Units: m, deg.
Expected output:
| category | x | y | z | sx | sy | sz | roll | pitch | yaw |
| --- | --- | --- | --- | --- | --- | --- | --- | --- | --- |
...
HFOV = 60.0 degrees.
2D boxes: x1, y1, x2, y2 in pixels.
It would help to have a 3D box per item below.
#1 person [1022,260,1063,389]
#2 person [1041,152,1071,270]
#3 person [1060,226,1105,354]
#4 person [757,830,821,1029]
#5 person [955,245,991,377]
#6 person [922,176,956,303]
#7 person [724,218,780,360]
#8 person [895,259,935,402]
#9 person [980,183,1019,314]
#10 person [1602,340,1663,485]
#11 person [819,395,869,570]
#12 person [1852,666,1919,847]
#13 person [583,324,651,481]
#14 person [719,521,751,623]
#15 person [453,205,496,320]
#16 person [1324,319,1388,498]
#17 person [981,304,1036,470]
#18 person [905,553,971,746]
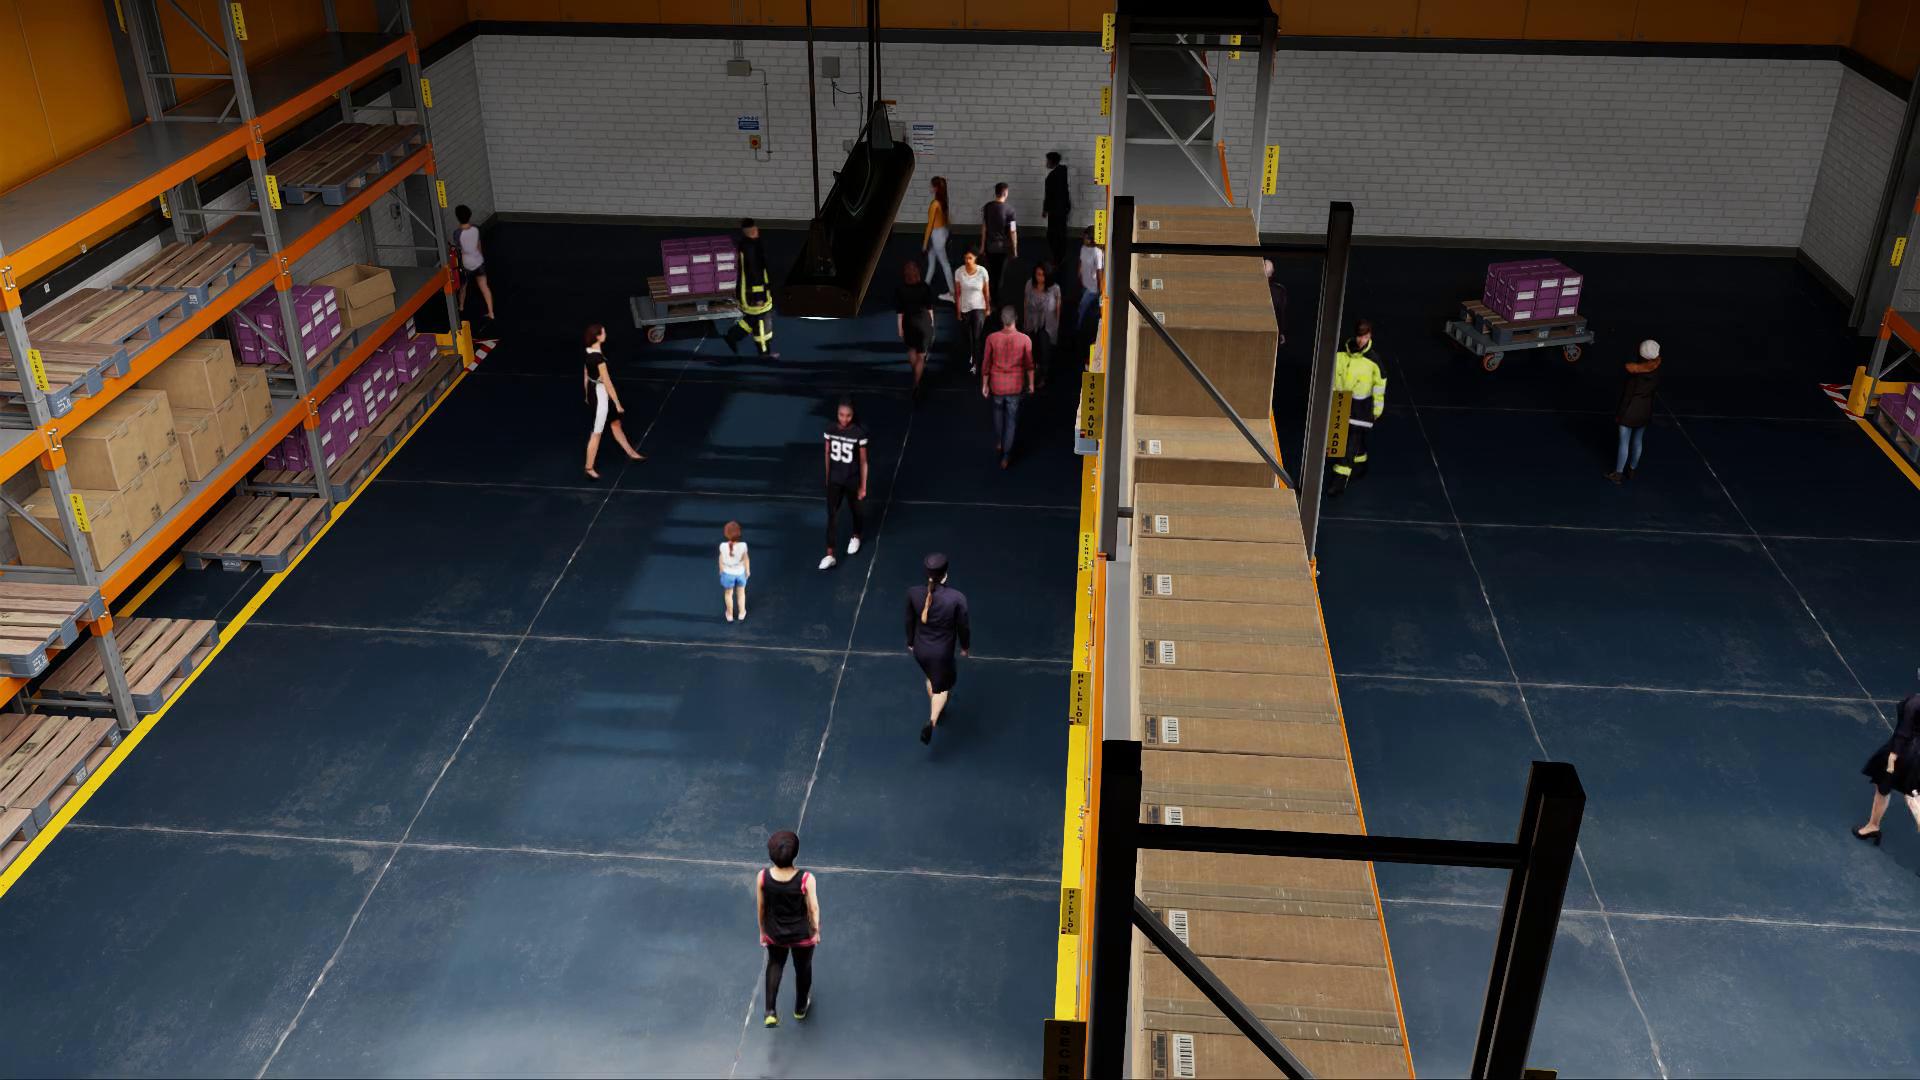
| category | x | y | z | sx | sy | sz | roll | pitch | yaw |
| --- | --- | --- | --- | --- | --- | --- | --- | --- | --- |
| person | 1.030 | -2.664 | 20.154 | 0.795 | 1.593 | 0.897 | 13 | 31 | 23 |
| person | 1.446 | -4.770 | 23.906 | 0.716 | 1.696 | 0.881 | -22 | 35 | -34 |
| person | 1.715 | -3.152 | 20.960 | 1.052 | 1.677 | 1.138 | -9 | 30 | -16 |
| person | -1.111 | 2.536 | 10.678 | 0.576 | 1.538 | 0.784 | 5 | 29 | 9 |
| person | 0.158 | -2.872 | 20.532 | 0.660 | 1.596 | 1.113 | 5 | 29 | 8 |
| person | -0.190 | -4.061 | 22.579 | 0.910 | 1.722 | 1.014 | 13 | 31 | 23 |
| person | -2.650 | -3.112 | 20.712 | 1.021 | 1.845 | 0.995 | -10 | 30 | -17 |
| person | -0.524 | -2.451 | 19.690 | 0.583 | 1.663 | 1.066 | 3 | 29 | 6 |
| person | 0.456 | -3.871 | 22.202 | 0.760 | 1.750 | 0.757 | 14 | 32 | 25 |
| person | 7.213 | -1.381 | 17.758 | 0.740 | 1.634 | 0.767 | -12 | 31 | -21 |
| person | -1.077 | -0.622 | 16.292 | 0.733 | 1.704 | 1.060 | 8 | 30 | 14 |
| person | 6.997 | 1.619 | 12.154 | 0.840 | 1.734 | 0.989 | -11 | 31 | -20 |
| person | -3.913 | -1.421 | 17.689 | 1.033 | 1.770 | 1.049 | -16 | 32 | -27 |
| person | -2.101 | 0.293 | 15.334 | 0.474 | 1.017 | 0.491 | -4 | 29 | -7 |
| person | -6.430 | -3.642 | 22.025 | 0.987 | 1.517 | 1.024 | -25 | 37 | -38 |
| person | 4.198 | -1.440 | 17.576 | 1.200 | 1.913 | 1.347 | 23 | 36 | 35 |
| person | 0.491 | -1.634 | 18.039 | 0.797 | 1.809 | 0.938 | 7 | 29 | 12 |
| person | -0.222 | 0.921 | 13.522 | 0.804 | 1.650 | 1.024 | 7 | 29 | 13 |
